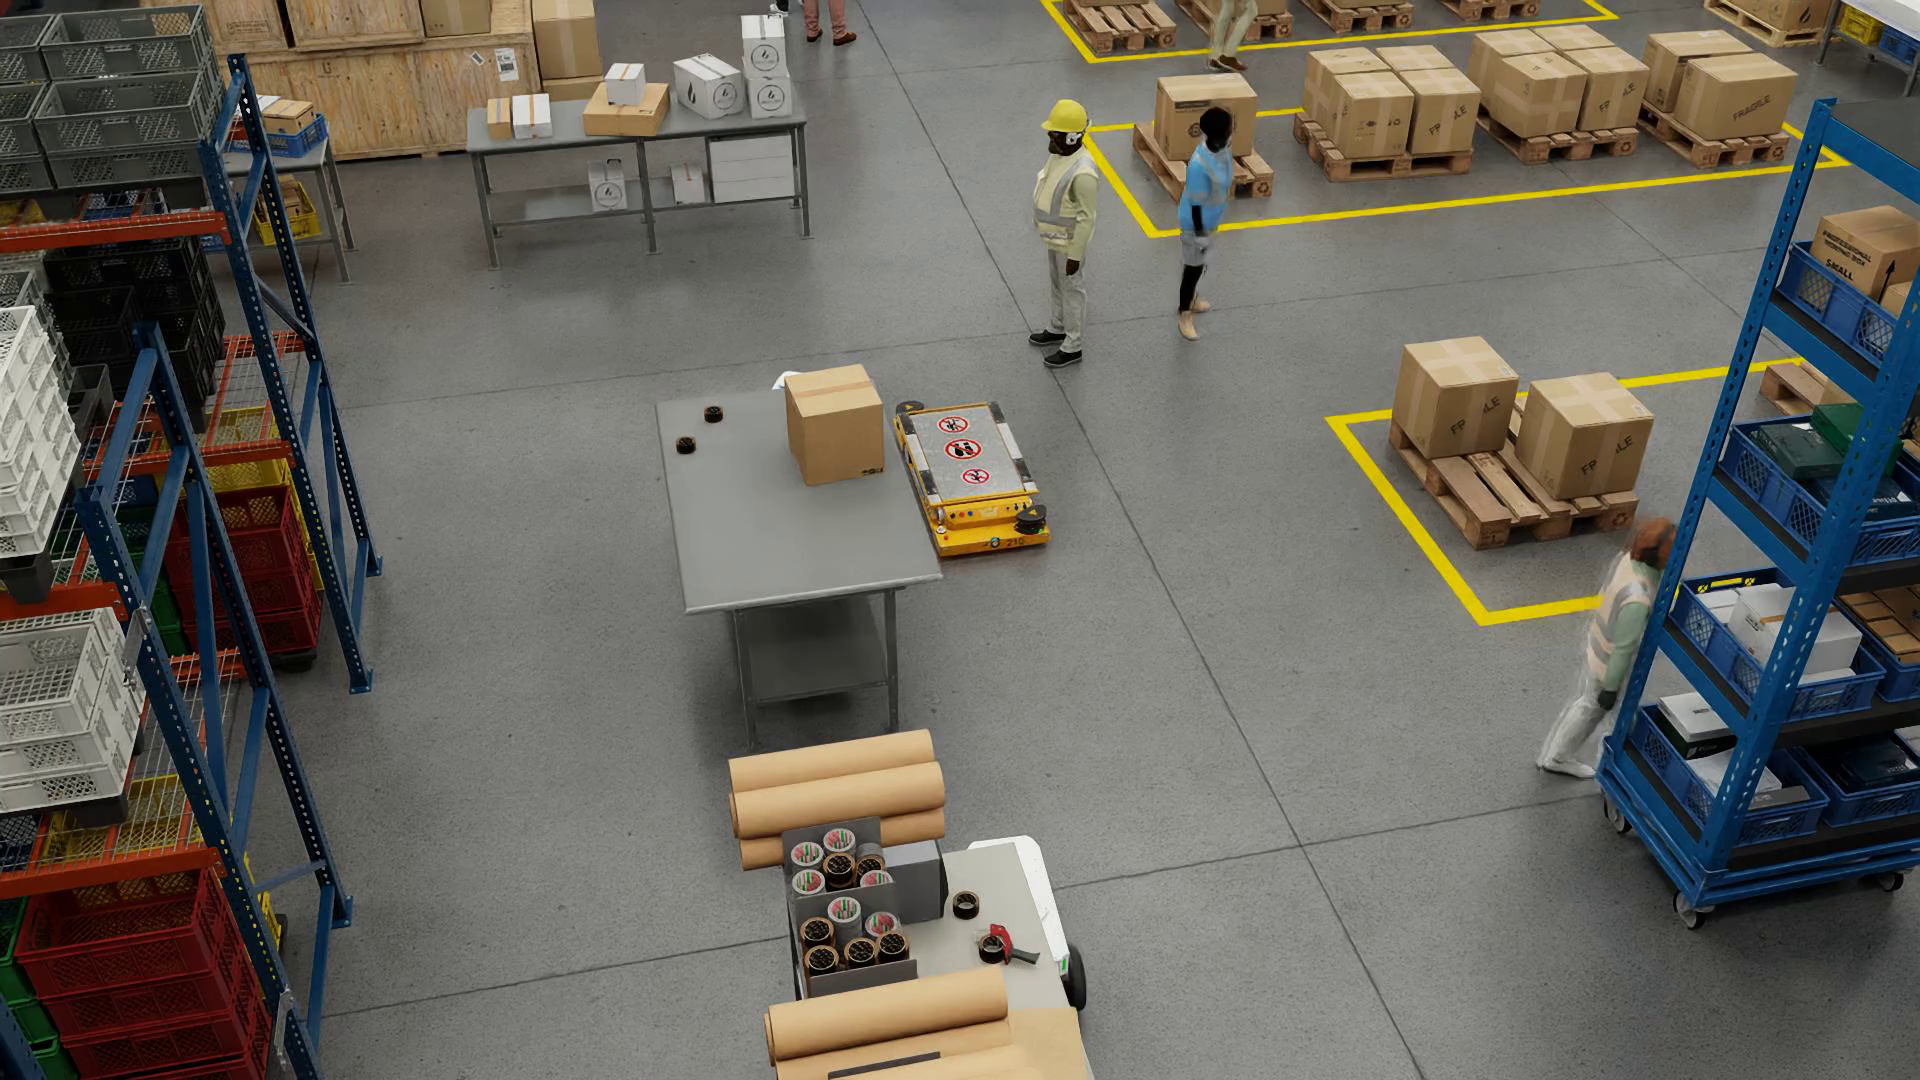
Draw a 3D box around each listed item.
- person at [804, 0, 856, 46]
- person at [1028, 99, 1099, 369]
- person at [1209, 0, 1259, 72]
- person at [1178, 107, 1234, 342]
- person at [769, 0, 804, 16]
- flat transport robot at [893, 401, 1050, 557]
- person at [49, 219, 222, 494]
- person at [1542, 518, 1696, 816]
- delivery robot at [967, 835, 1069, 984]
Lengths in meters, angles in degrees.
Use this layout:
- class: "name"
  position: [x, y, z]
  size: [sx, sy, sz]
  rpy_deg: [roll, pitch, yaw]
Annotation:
- class: "person"
  position: [-1.293, -5.689, 15.818]
  size: [0.655, 1.904, 0.407]
  rpy_deg: [14, 39, 19]
- class: "person"
  position: [0.679, -2.010, 10.931]
  size: [0.403, 1.835, 0.588]
  rpy_deg: [-8, 37, -11]
- class: "person"
  position: [2.555, -5.196, 15.199]
  size: [0.454, 1.848, 0.579]
  rpy_deg: [-10, 38, -13]
- class: "person"
  position: [1.670, -2.185, 11.310]
  size: [0.329, 1.672, 0.629]
  rpy_deg: [17, 40, 22]
- class: "person"
  position: [-1.713, -6.193, 16.498]
  size: [0.584, 1.909, 0.390]
  rpy_deg: [-17, 40, -22]
- class: "flat transport robot"
  position: [0.046, -0.430, 10.108]
  size: [0.652, 0.197, 1.431]
  rpy_deg: [-8, 37, -10]
- class: "person"
  position: [-5.009, -1.026, 9.655]
  size: [0.990, 1.792, 0.620]
  rpy_deg: [10, 38, 14]
- class: "person"
  position: [3.100, 0.566, 7.644]
  size: [0.560, 1.615, 0.557]
  rpy_deg: [11, 38, 15]
- class: "delivery robot"
  position: [0.232, 1.590, 7.082]
  size: [0.477, 0.478, 0.707]
  rpy_deg: [-6, 37, -8]
